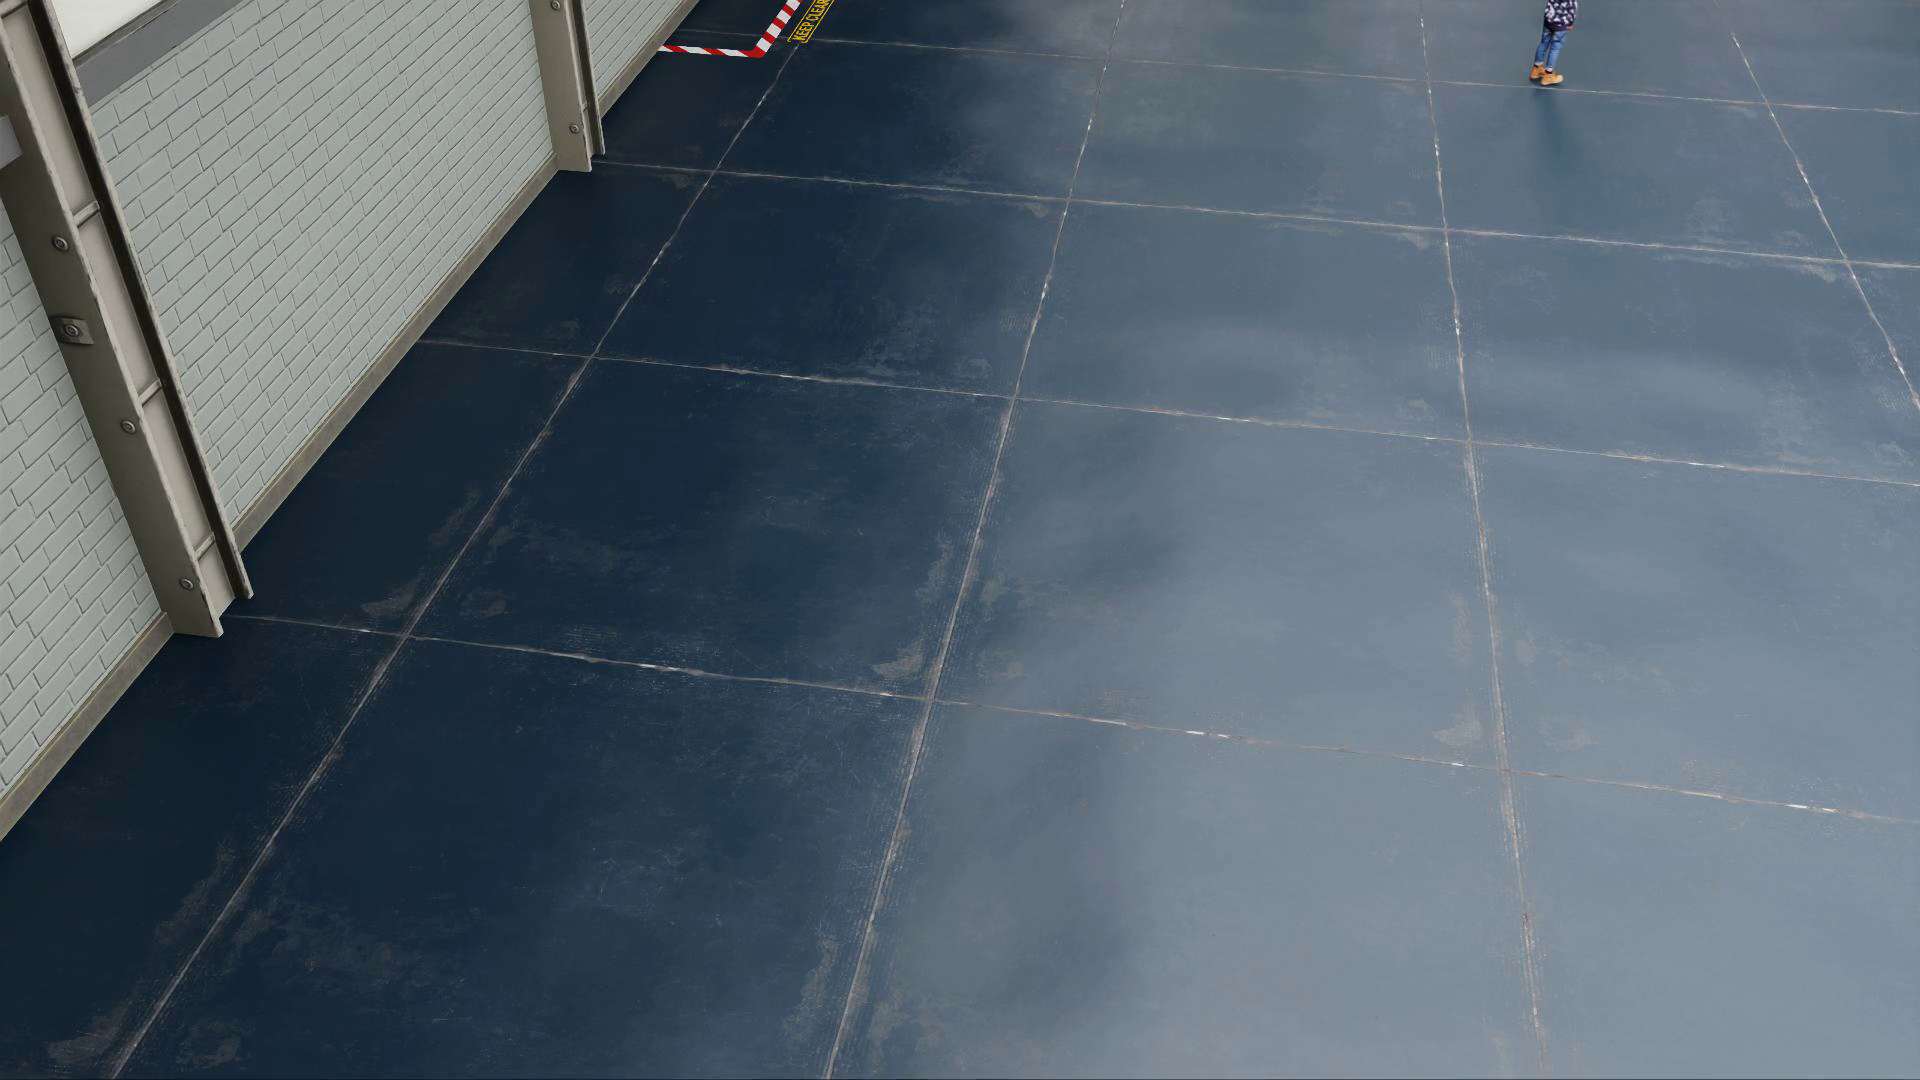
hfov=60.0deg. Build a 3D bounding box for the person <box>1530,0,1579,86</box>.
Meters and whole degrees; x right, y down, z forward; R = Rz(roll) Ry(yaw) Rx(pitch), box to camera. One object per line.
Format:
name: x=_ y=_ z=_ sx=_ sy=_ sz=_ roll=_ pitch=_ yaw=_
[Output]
person: x=5.433 y=-4.778 z=15.106 sx=0.626 sy=1.248 sz=0.549 roll=-17 pitch=41 yaw=-20
